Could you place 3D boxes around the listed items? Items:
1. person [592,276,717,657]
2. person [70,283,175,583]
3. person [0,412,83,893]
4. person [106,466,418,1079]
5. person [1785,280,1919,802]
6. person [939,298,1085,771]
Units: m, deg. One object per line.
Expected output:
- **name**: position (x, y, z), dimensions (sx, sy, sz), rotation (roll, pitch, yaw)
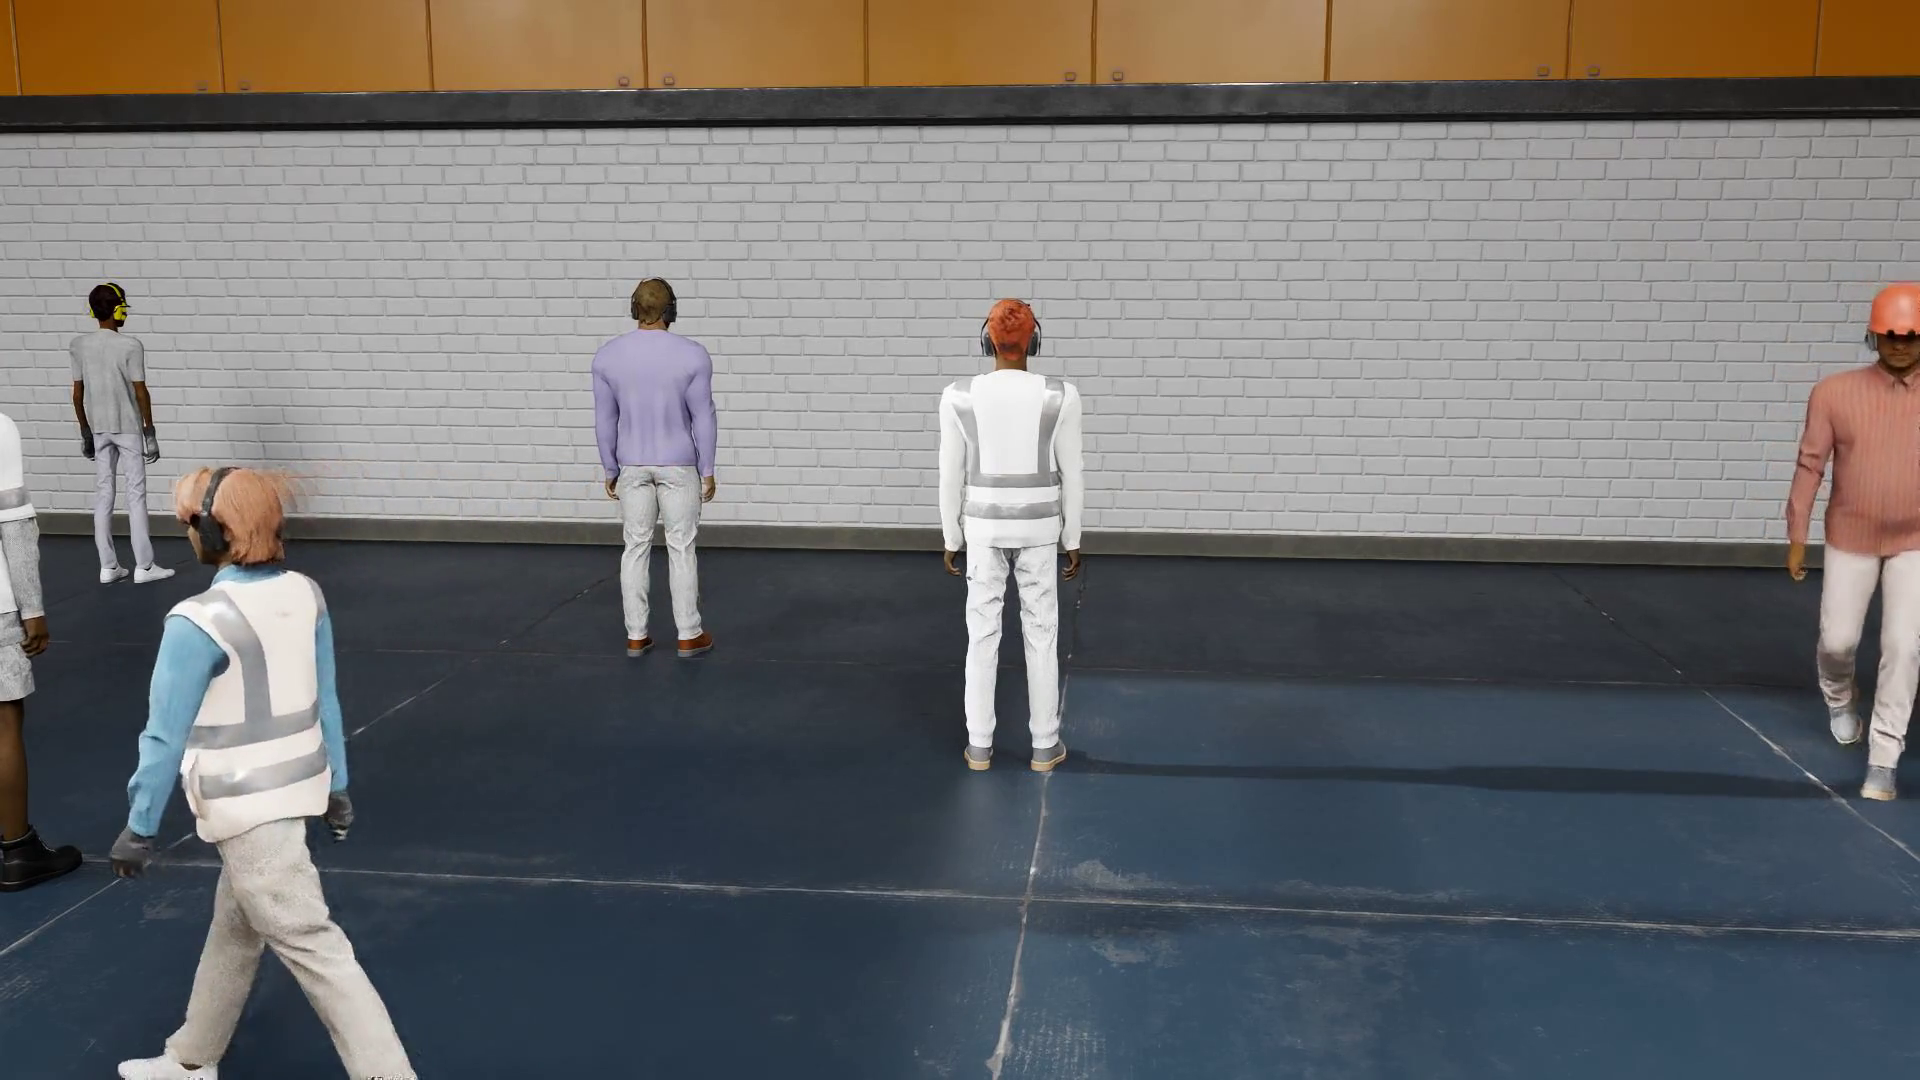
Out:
- **person**: position (-1.537, -0.361, 8.473), dimensions (0.630, 1.940, 0.372), rotation (1, 10, 6)
- **person**: position (-5.246, -0.659, 10.375), dimensions (0.515, 1.872, 0.328), rotation (1, 10, 6)
- **person**: position (-3.201, 0.180, 5.363), dimensions (0.545, 1.942, 0.353), rotation (1, 10, 6)
- **person**: position (-1.631, 0.620, 3.854), dimensions (0.883, 1.589, 0.523), rotation (1, 10, 8)
- **person**: position (3.573, -0.024, 6.470), dimensions (0.660, 1.967, 0.685), rotation (5, 11, 27)
- **person**: position (0.207, -0.010, 6.616), dimensions (0.575, 1.884, 0.355), rotation (1, 10, 6)
